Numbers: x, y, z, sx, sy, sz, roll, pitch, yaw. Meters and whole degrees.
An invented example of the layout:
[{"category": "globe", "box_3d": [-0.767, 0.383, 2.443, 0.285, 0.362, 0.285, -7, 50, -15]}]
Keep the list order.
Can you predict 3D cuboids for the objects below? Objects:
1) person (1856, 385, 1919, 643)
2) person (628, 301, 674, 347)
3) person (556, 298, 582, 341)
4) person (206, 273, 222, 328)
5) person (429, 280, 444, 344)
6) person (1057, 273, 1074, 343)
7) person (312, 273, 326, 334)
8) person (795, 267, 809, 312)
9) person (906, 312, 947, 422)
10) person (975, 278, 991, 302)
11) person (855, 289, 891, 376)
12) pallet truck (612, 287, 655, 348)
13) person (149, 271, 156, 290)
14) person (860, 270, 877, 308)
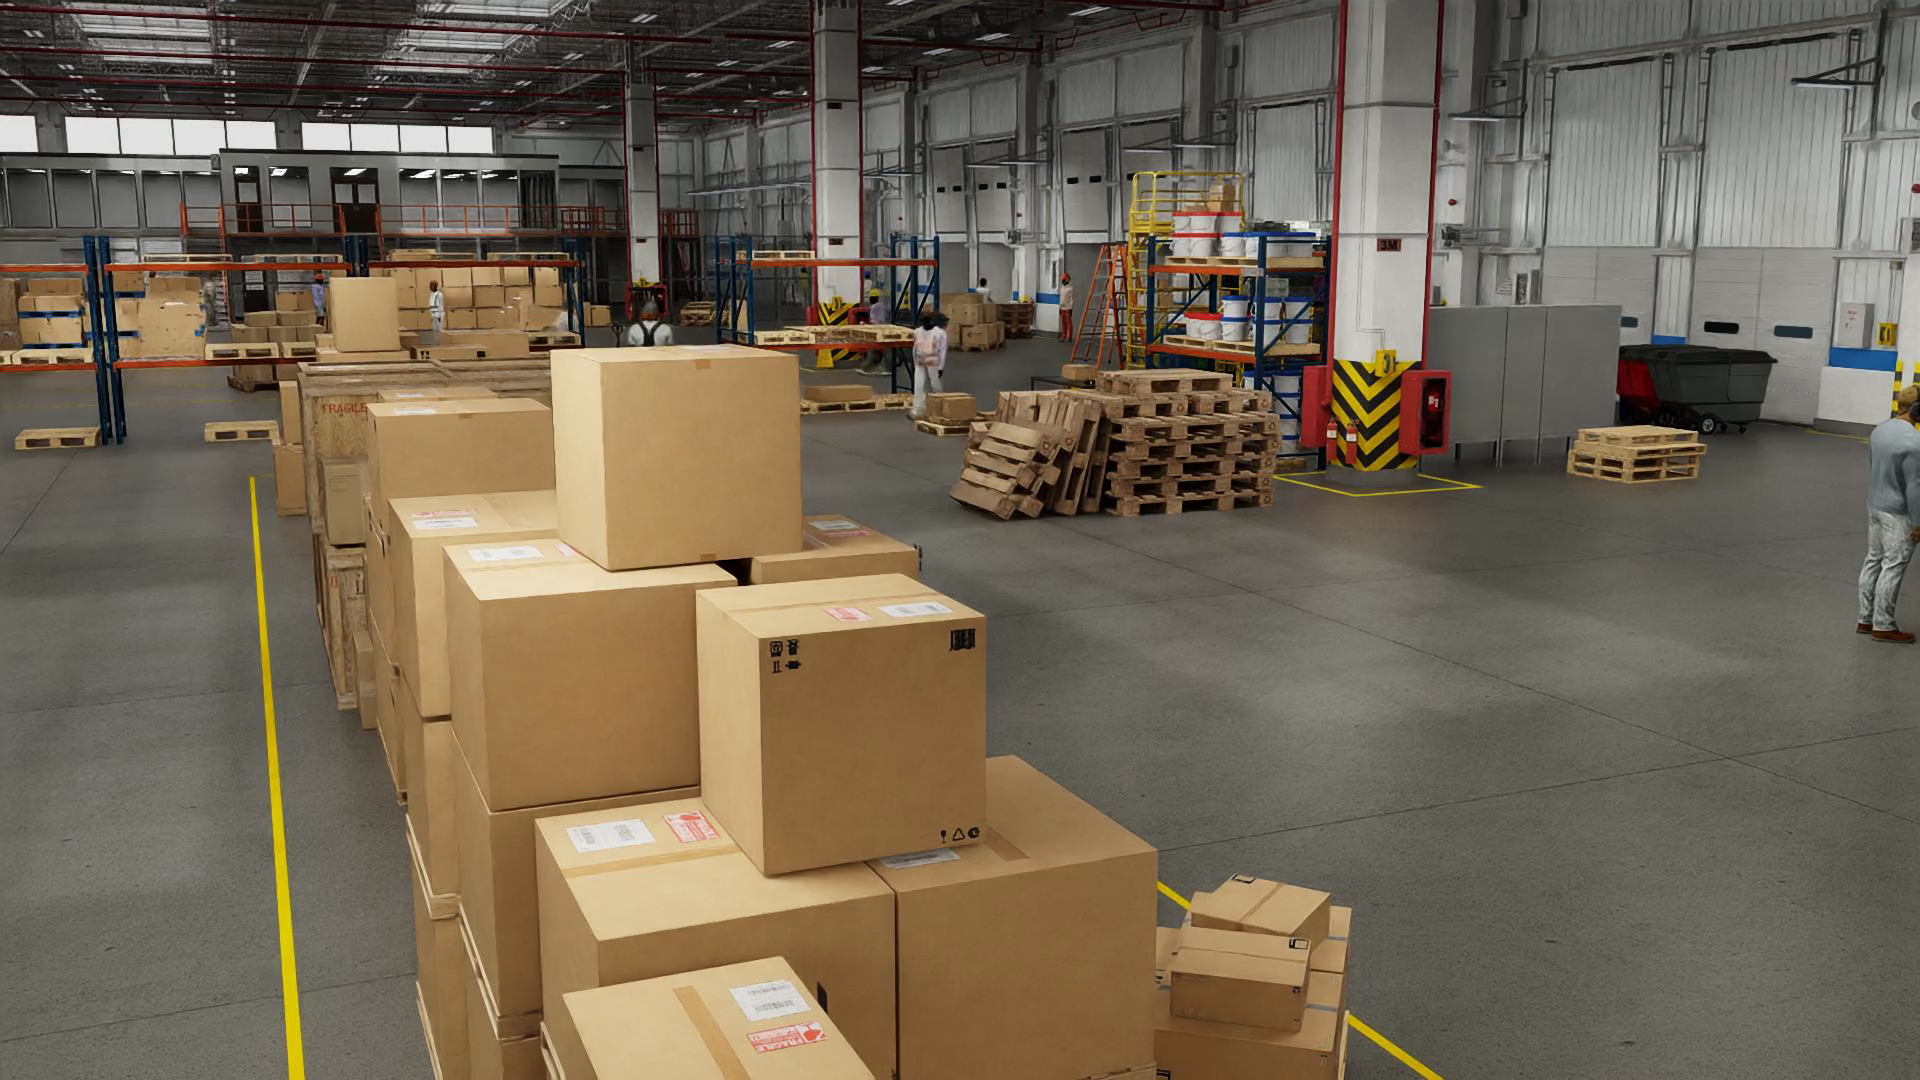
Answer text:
[{"category": "person", "box_3d": [6.968, -0.191, 12.378, 0.385, 1.929, 0.636, 0, 10, 0]}, {"category": "person", "box_3d": [-4.873, -2.799, 26.430, 0.696, 2.000, 0.757, 0, 10, -1]}, {"category": "person", "box_3d": [-7.214, -3.515, 30.747, 0.492, 1.910, 0.647, 3, 11, 18]}, {"category": "person", "box_3d": [-25.015, -8.010, 55.735, 0.420, 1.827, 0.535, -4, 11, -20]}, {"category": "person", "box_3d": [-14.030, -6.016, 44.620, 0.346, 1.876, 0.575, -9, 14, -42]}, {"category": "person", "box_3d": [3.051, -6.692, 48.008, 0.395, 1.992, 0.622, -6, 12, -29]}, {"category": "person", "box_3d": [-19.451, -7.135, 50.612, 0.553, 1.935, 0.362, 9, 13, 40]}, {"category": "person", "box_3d": [-6.493, -10.331, 68.600, 0.628, 1.807, 0.894, -4, 11, -22]}, {"category": "person", "box_3d": [-0.547, -2.820, 27.211, 0.657, 1.791, 0.941, 5, 11, 26]}, {"category": "person", "box_3d": [0.612, -6.780, 48.951, 0.543, 1.828, 0.924, -4, 11, -21]}, {"category": "person", "box_3d": [-1.865, -4.526, 36.343, 0.931, 1.889, 0.622, 4, 11, 19]}, {"category": "pallet truck", "box_3d": [-6.464, -4.406, 35.401, 0.823, 1.965, 1.885, 6, 12, 32]}, {"category": "person", "box_3d": [-27.760, -8.329, 57.340, 0.352, 1.883, 0.576, -8, 13, -36]}, {"category": "person", "box_3d": [-3.103, -8.094, 55.915, 0.655, 1.923, 0.633, -1, 10, -4]}]
